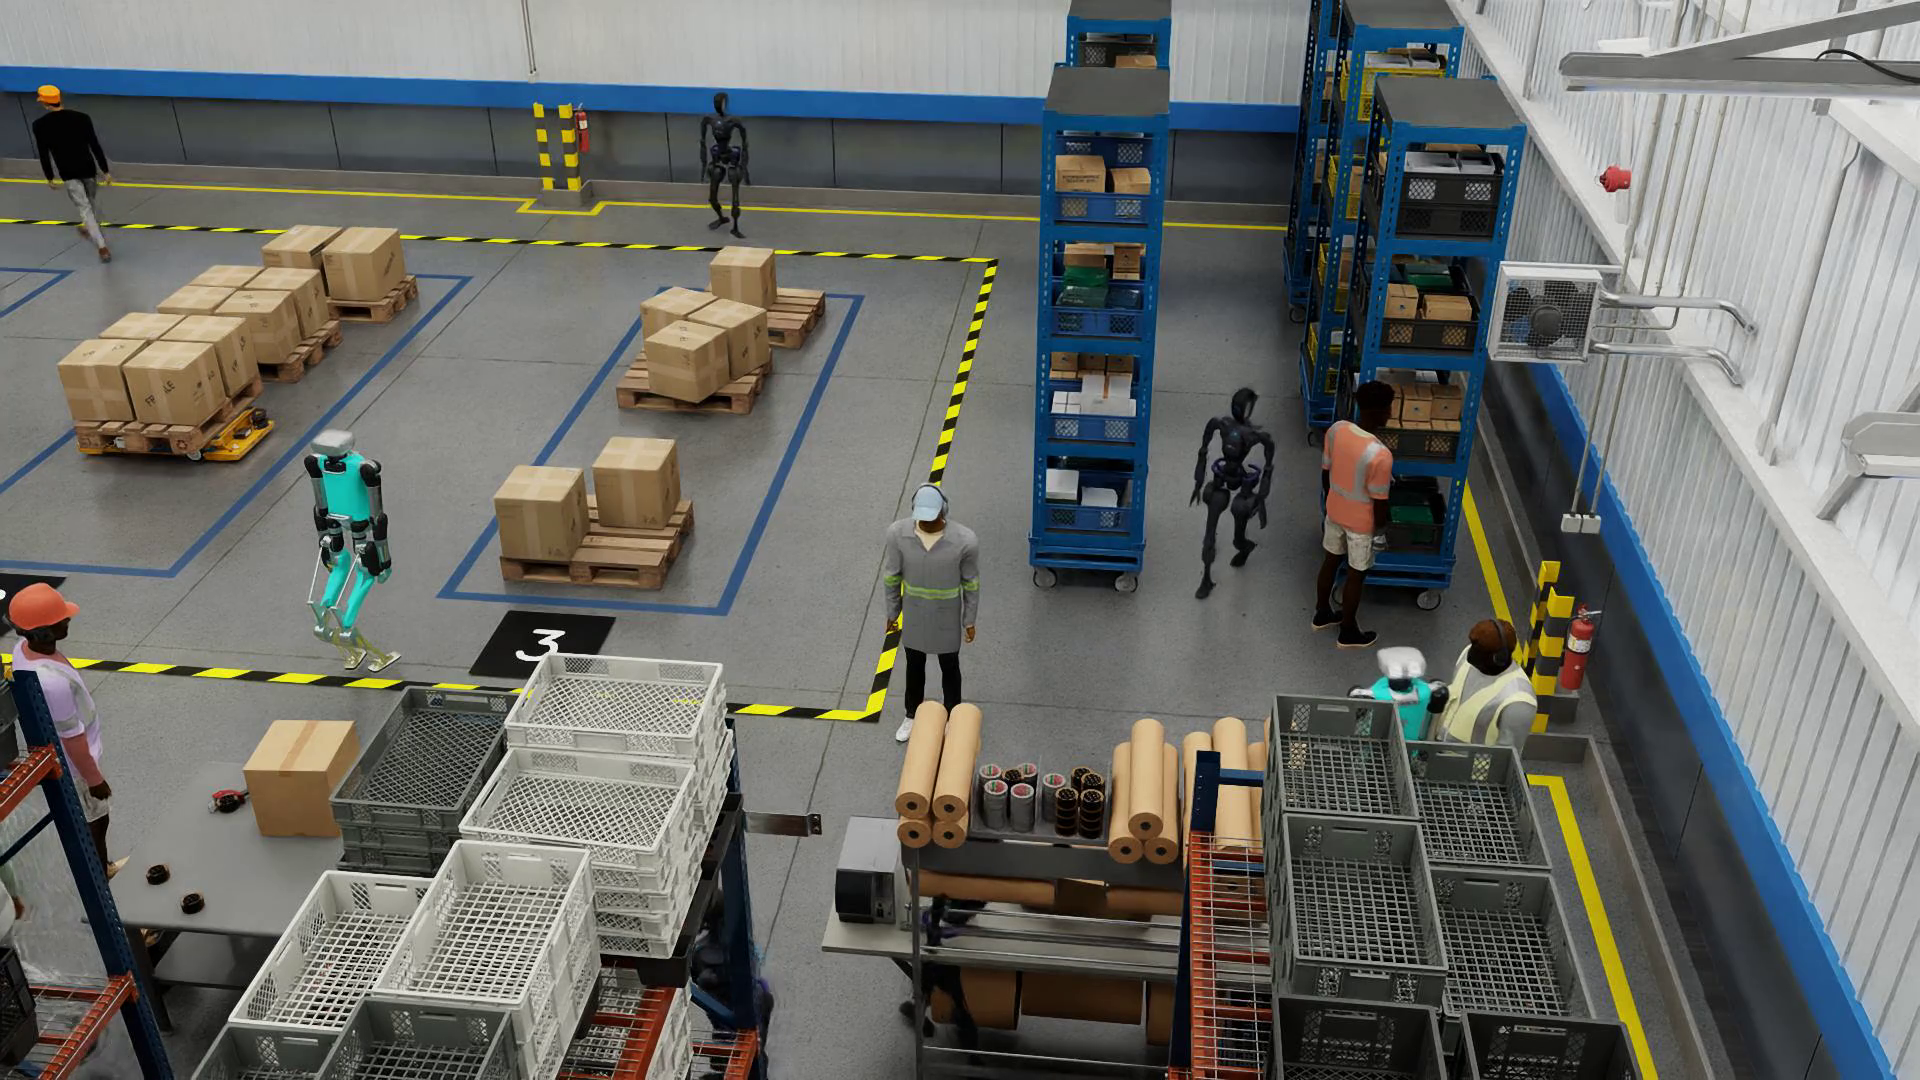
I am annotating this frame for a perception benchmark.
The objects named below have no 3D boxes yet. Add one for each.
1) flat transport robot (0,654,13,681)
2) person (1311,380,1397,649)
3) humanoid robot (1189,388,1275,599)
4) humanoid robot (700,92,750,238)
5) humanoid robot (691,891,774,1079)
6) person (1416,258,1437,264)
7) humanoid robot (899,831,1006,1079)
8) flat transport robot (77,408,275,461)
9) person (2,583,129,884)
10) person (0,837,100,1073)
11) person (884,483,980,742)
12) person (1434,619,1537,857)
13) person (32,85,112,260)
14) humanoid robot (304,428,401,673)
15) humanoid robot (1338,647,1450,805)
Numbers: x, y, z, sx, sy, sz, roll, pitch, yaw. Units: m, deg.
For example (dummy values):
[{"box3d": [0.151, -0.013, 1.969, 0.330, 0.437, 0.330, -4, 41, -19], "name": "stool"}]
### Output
[{"box3d": [-7.142, 0.969, 11.010, 1.431, 0.231, 0.659, 3, 30, 6], "name": "flat transport robot"}, {"box3d": [2.688, -0.177, 11.291, 0.361, 1.963, 0.613, -15, 33, -24], "name": "person"}, {"box3d": [1.979, -0.396, 11.987, 0.601, 1.634, 0.697, 15, 34, 24], "name": "humanoid robot"}, {"box3d": [-2.597, -4.181, 18.462, 0.593, 1.646, 0.435, 7, 31, 12], "name": "humanoid robot"}, {"box3d": [-0.960, 2.228, 7.517, 0.825, 1.635, 0.589, 2, 30, 3], "name": "humanoid robot"}, {"box3d": [3.583, -1.327, 13.294, 0.377, 1.940, 0.627, -16, 34, -25], "name": "person"}, {"box3d": [-0.038, 1.917, 8.045, 0.758, 1.613, 0.610, 20, 36, 31], "name": "humanoid robot"}, {"box3d": [-6.728, -0.944, 14.268, 1.431, 0.197, 0.652, 3, 30, 6], "name": "flat transport robot"}, {"box3d": [-4.752, 1.130, 8.981, 0.401, 2.036, 0.600, -22, 37, -33], "name": "person"}, {"box3d": [-4.660, 1.832, 7.900, 0.702, 1.912, 0.619, 7, 31, 12], "name": "person"}, {"box3d": [-0.184, 0.468, 10.295, 0.597, 1.850, 0.387, 6, 31, 10], "name": "person"}, {"box3d": [2.799, 1.213, 9.041, 0.431, 1.835, 0.620, -7, 31, -12], "name": "person"}, {"box3d": [-9.534, -3.977, 17.953, 0.616, 1.818, 1.001, -26, 39, -37], "name": "person"}, {"box3d": [-4.049, 0.153, 10.816, 0.533, 1.679, 0.735, 9, 31, 15], "name": "humanoid robot"}, {"box3d": [2.222, 1.226, 9.046, 0.533, 1.738, 0.707, -4, 30, -7], "name": "humanoid robot"}]
